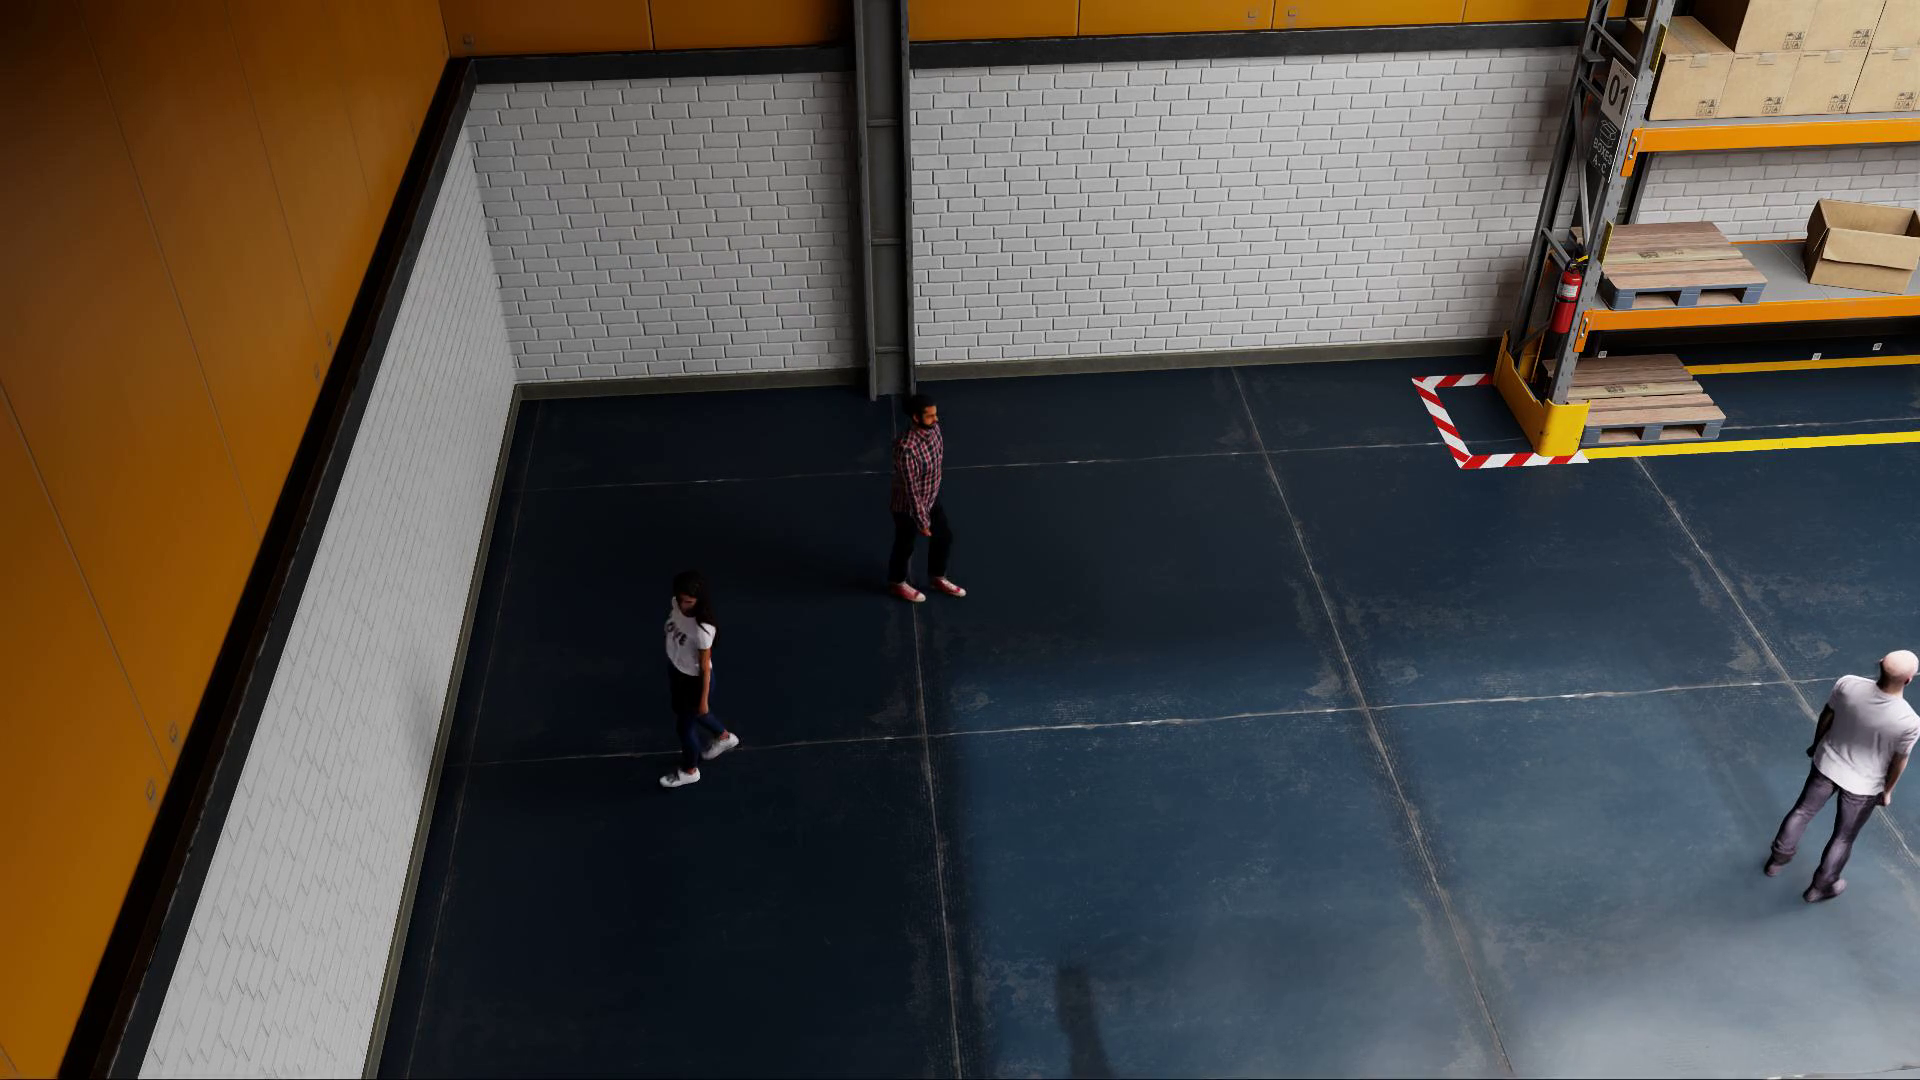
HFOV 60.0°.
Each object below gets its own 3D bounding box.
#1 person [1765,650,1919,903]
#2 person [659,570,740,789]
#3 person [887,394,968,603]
[{"bbox_3d":[5.108,1.337,9.580,0.753,1.830,0.754,-24,44,-27],"label":"person"},{"bbox_3d":[-1.612,0.859,10.243,0.908,1.751,0.800,-10,40,-13],"label":"person"},{"bbox_3d":[-0.379,-0.305,11.702,0.964,1.748,0.904,21,43,24],"label":"person"}]
